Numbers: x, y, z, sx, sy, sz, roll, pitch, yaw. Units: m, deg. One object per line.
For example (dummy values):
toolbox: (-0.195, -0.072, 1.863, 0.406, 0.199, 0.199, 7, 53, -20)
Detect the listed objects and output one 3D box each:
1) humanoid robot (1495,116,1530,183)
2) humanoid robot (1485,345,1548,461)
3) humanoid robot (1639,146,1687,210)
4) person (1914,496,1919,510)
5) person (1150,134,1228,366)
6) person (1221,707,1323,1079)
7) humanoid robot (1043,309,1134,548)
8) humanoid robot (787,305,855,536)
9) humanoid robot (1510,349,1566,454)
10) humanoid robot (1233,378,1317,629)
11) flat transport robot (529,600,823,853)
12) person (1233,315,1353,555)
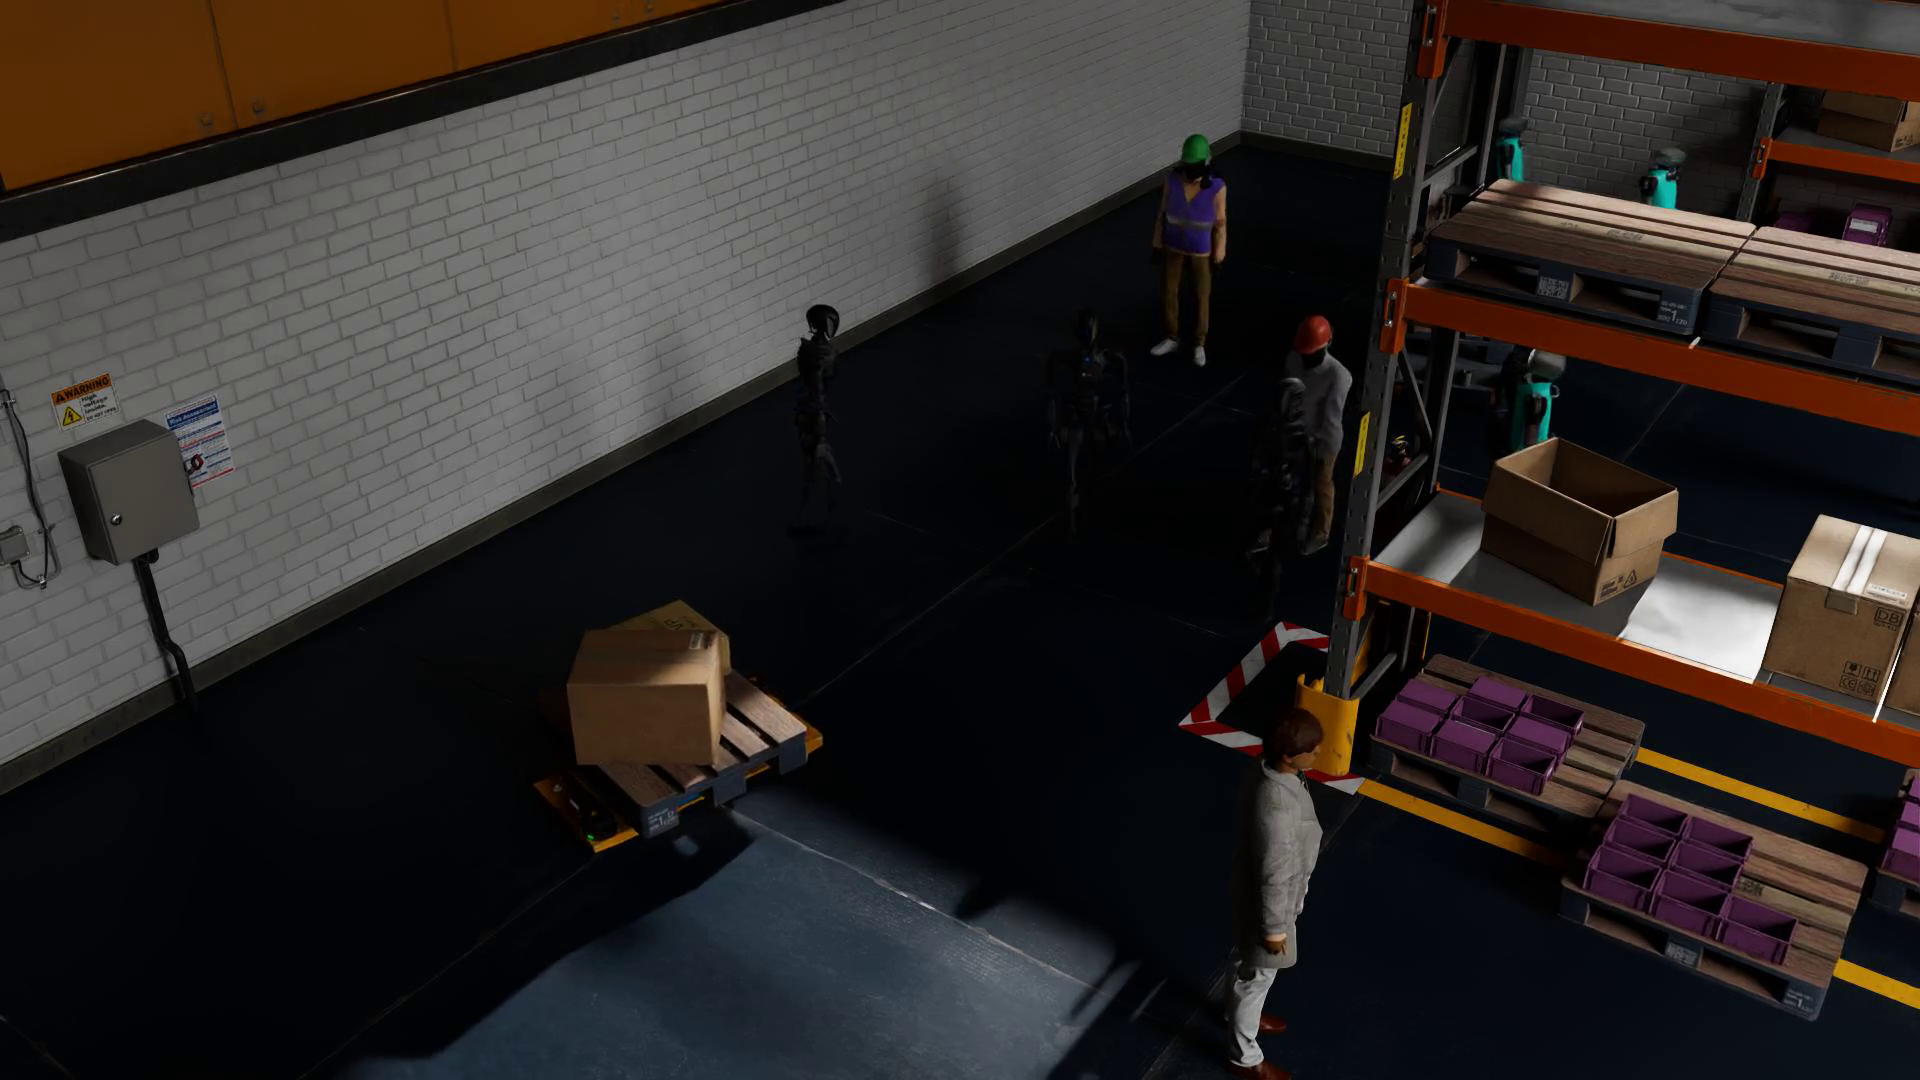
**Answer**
humanoid robot: (5.003, -2.705, 14.305, 0.985, 1.773, 0.566, 12, 32, 20)
humanoid robot: (3.595, -0.634, 10.719, 0.345, 1.649, 0.611, -7, 31, -12)
humanoid robot: (5.797, -2.200, 13.511, 0.532, 1.891, 0.768, -25, 38, -36)
person: (6.820, -0.946, 11.083, 0.390, 1.869, 0.559, -4, 30, -7)
person: (1.856, -2.359, 13.484, 0.620, 1.920, 0.461, 14, 33, 23)
person: (1.295, 1.473, 6.921, 0.367, 1.833, 0.503, 4, 30, 6)
humanoid robot: (0.858, -0.769, 11.013, 0.607, 1.625, 0.795, 1, 30, 1)
humanoid robot: (-0.951, -0.775, 10.973, 0.460, 1.651, 0.609, -3, 30, -4)
humanoid robot: (3.585, -0.267, 10.089, 0.663, 1.860, 0.541, 7, 31, 13)
humanoid robot: (1.922, -0.219, 10.025, 0.340, 1.652, 0.609, -18, 35, -28)
flat transport robot: (-1.511, 1.177, 8.998, 1.431, 0.231, 0.659, -23, 37, -34)
person: (2.183, -0.632, 10.687, 0.756, 1.710, 0.560, -21, 36, -32)
